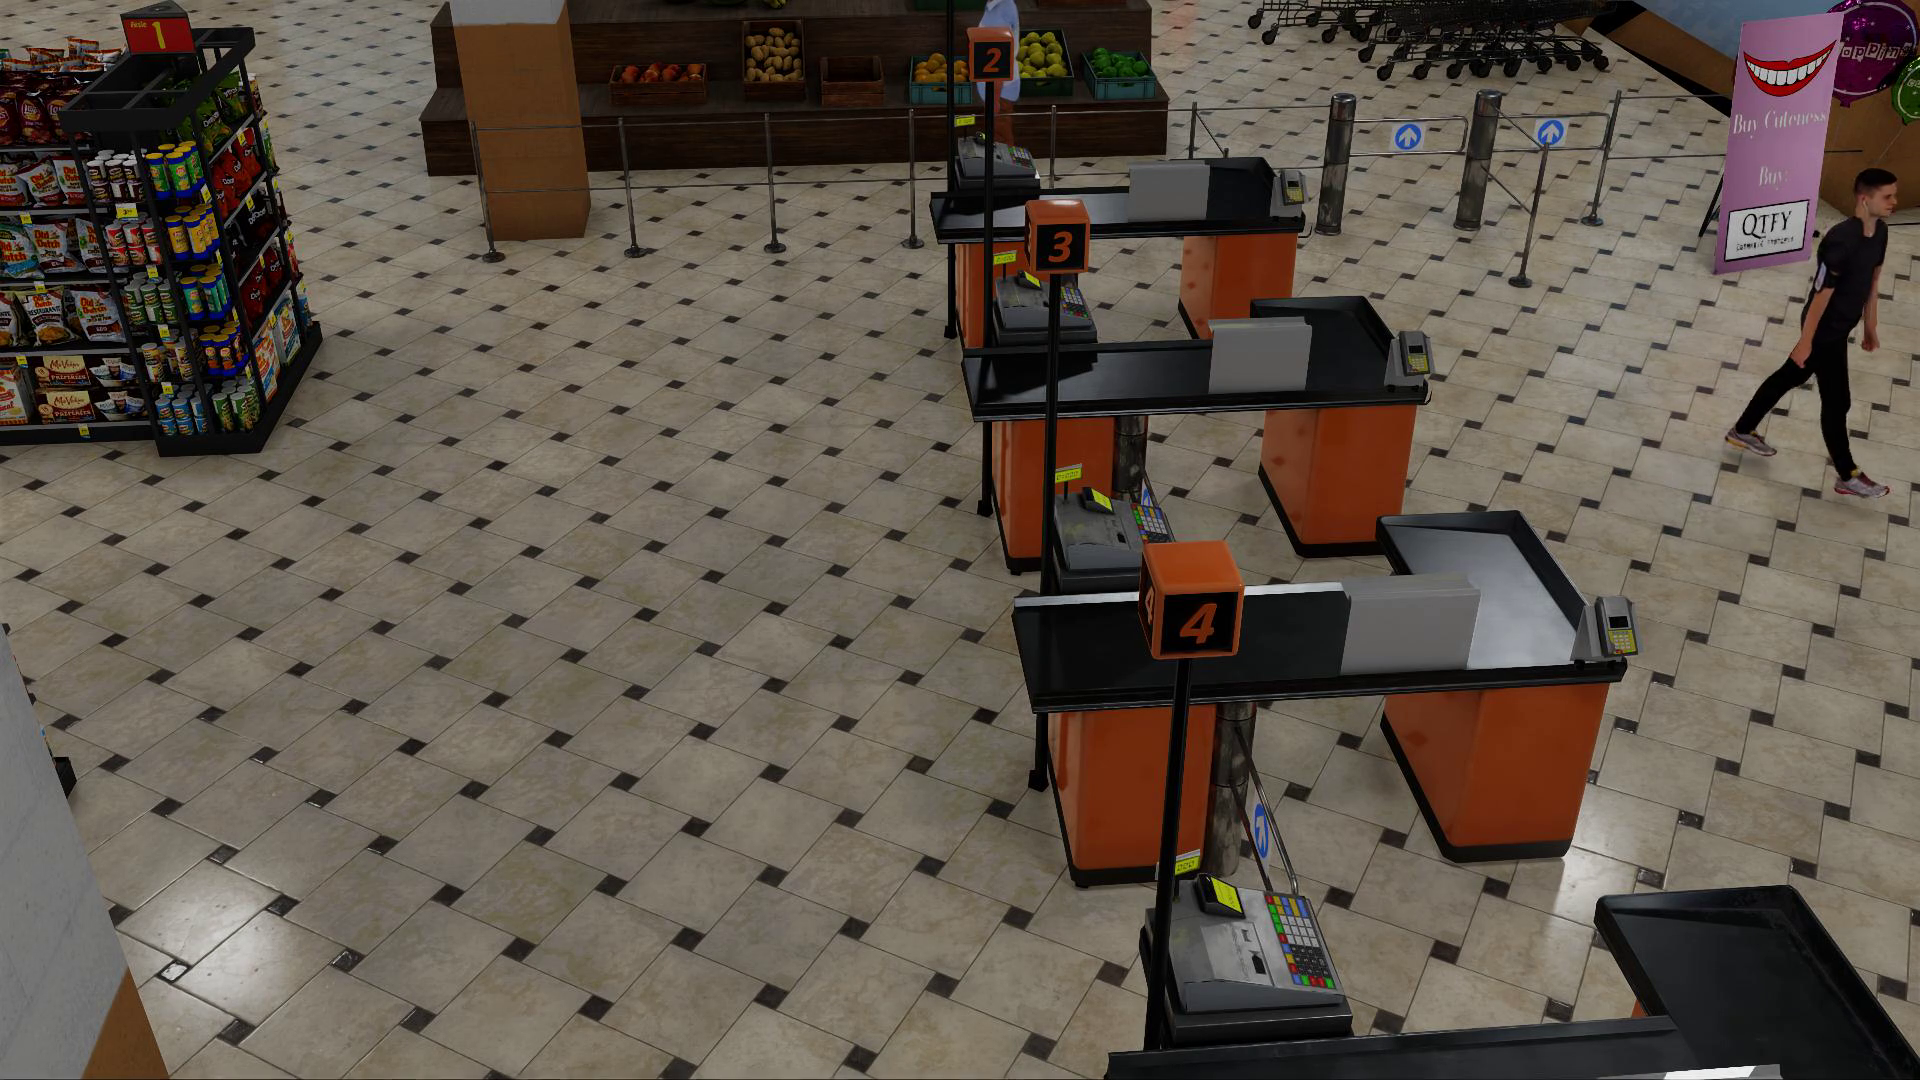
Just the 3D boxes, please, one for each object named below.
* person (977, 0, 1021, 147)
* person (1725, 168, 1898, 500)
[{"bbox_3d":[0.292,-3.388,12.378,0.590,1.825,0.712,1,32,2],"label":"person"},{"bbox_3d":[4.539,-1.123,8.843,1.177,1.714,1.153,-25,40,-35],"label":"person"}]
